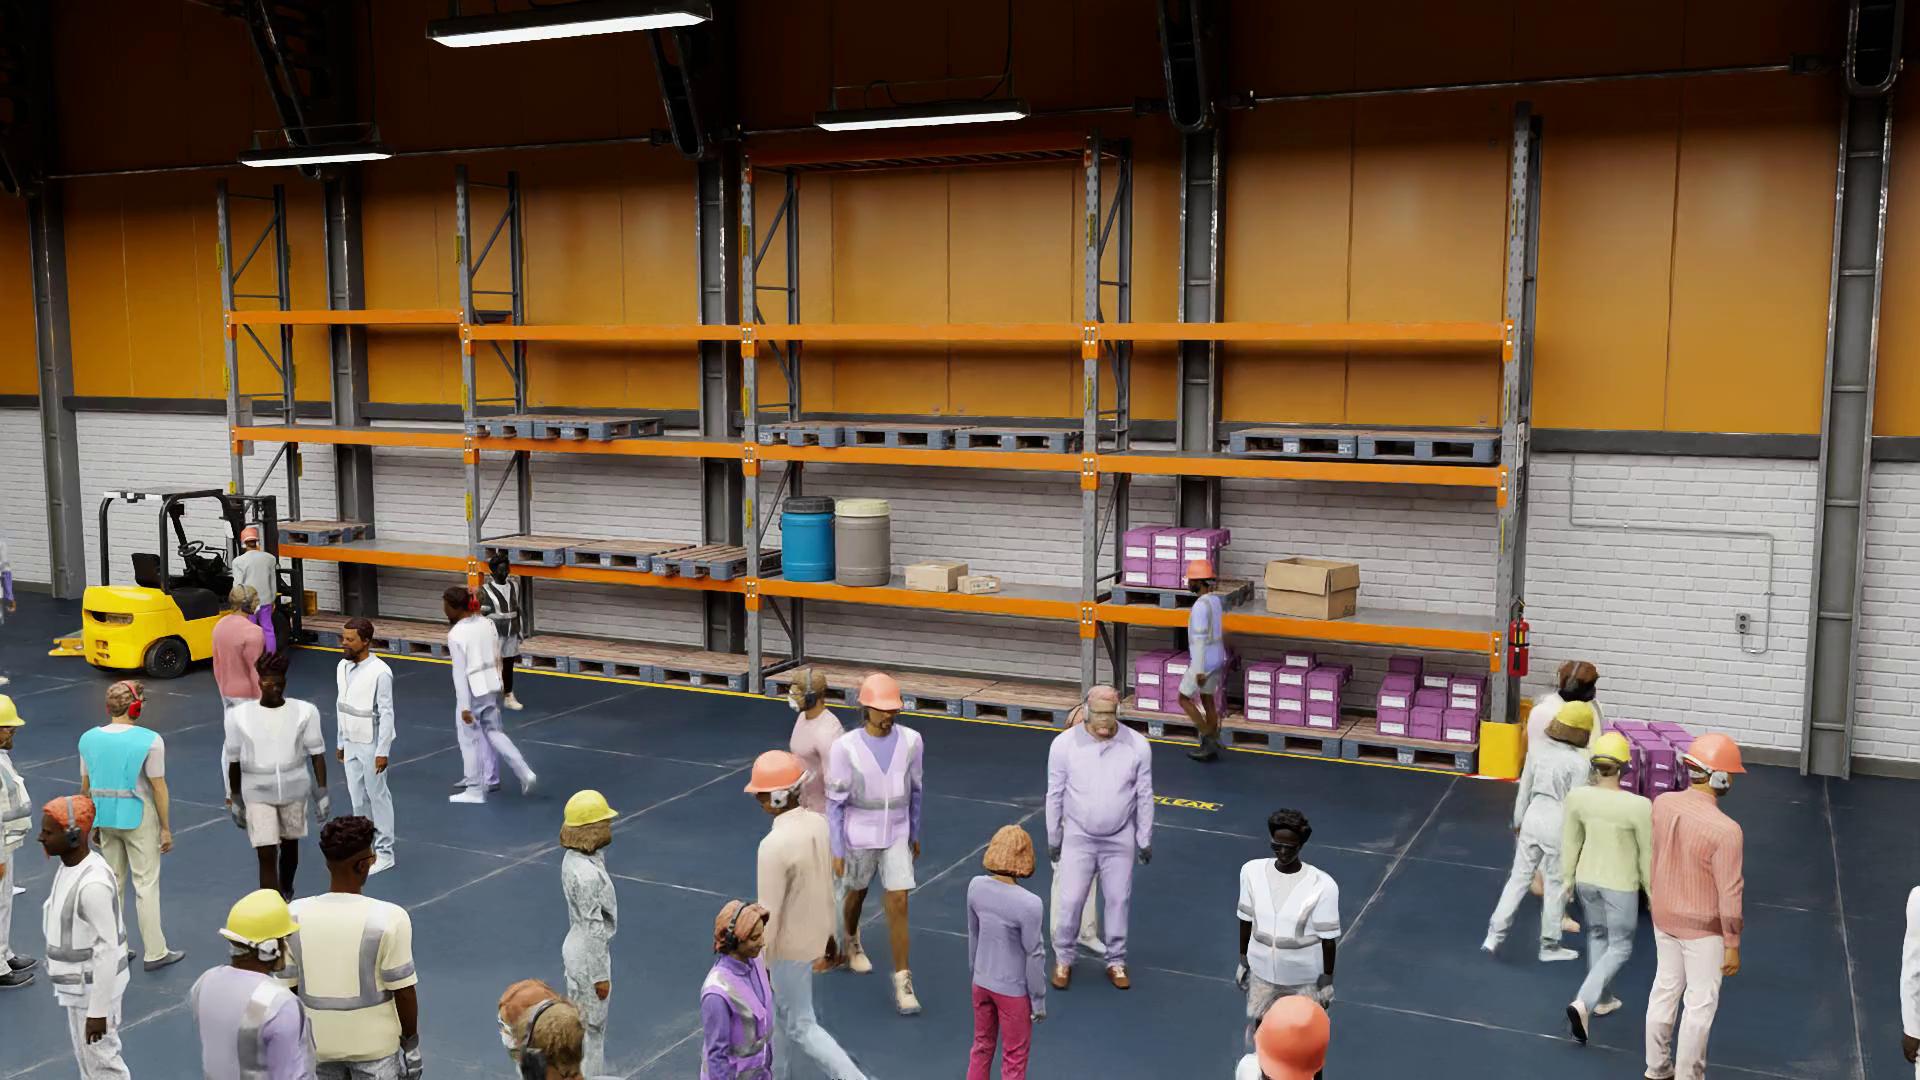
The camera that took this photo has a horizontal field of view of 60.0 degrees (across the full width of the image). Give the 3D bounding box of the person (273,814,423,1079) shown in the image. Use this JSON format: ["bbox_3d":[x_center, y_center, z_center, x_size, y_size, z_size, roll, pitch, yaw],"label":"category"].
[{"bbox_3d":[-2.609,2.144,7.146,0.612,1.962,0.361,1,7,4],"label":"person"}]

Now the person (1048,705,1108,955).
[{"bbox_3d":[0.774,1.874,10.734,0.521,1.638,0.311,-5,8,-34],"label":"person"}]

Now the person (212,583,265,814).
[{"bbox_3d":[-6.034,1.326,14.020,0.635,1.937,0.352,5,8,35],"label":"person"}]

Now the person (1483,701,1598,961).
[{"bbox_3d":[3.703,1.864,10.560,0.634,1.706,0.523,-4,8,-29],"label":"person"}]

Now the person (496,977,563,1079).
[{"bbox_3d":[-1.507,2.415,6.341,0.457,1.623,0.620,-1,7,-4],"label":"person"}]

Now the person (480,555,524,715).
[{"bbox_3d":[-4.887,0.998,17.723,0.319,1.696,0.532,5,9,37],"label":"person"}]

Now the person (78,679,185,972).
[{"bbox_3d":[-5.244,1.803,10.465,0.564,1.843,0.395,1,7,9],"label":"person"}]

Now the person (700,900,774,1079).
[{"bbox_3d":[-0.948,2.321,7.071,0.313,1.631,0.523,2,7,13],"label":"person"}]

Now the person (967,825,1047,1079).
[{"bbox_3d":[0.224,2.196,8.131,0.289,1.626,0.498,-6,9,-43],"label":"person"}]

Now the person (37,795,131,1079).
[{"bbox_3d":[-4.081,2.110,7.775,0.354,1.881,0.576,-5,9,-38],"label":"person"}]

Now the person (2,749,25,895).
[{"bbox_3d":[-6.959,1.734,11.879,0.513,1.639,0.307,6,9,41],"label":"person"}]

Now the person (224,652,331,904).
[{"bbox_3d":[-4.539,1.693,11.090,0.613,1.919,0.905,-4,8,-31],"label":"person"}]

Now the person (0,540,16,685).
[{"bbox_3d":[-11.362,0.652,19.300,0.941,2.018,0.610,4,8,27],"label":"person"}]

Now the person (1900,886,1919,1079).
[{"bbox_3d":[4.457,2.159,7.364,0.572,1.883,0.355,0,7,2],"label":"person"}]

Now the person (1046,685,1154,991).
[{"bbox_3d":[0.859,1.814,10.167,0.660,1.897,0.396,0,7,-2],"label":"person"}]

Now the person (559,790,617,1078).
[{"bbox_3d":[-1.844,2.109,8.343,0.289,1.746,0.486,-3,7,-23],"label":"person"}]

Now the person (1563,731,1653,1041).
[{"bbox_3d":[3.686,1.967,9.536,0.739,1.740,0.529,-5,9,-38],"label":"person"}]

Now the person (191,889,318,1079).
[{"bbox_3d":[-2.755,2.282,6.591,0.606,1.824,0.403,5,8,33],"label":"person"}]

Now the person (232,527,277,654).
[{"bbox_3d":[-8.417,0.719,19.815,0.344,1.745,0.564,5,8,34],"label":"person"}]

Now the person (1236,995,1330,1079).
[{"bbox_3d":[1.034,2.373,5.595,0.357,1.900,0.714,-3,7,-21],"label":"person"}]

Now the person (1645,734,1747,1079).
[{"bbox_3d":[3.796,1.968,8.559,0.412,1.981,0.625,-2,7,-16],"label":"person"}]

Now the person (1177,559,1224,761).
[{"bbox_3d":[2.263,1.138,15.647,0.422,1.918,0.543,4,8,30],"label":"person"}]

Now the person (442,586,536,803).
[{"bbox_3d":[-4.043,1.331,14.189,0.679,1.888,0.607,2,7,19],"label":"person"}]

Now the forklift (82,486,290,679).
[{"bbox_3d":[-9.426,0.454,20.179,1.214,2.155,2.313,3,8,26],"label":"forklift"}]

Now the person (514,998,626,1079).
[{"bbox_3d":[-1.246,2.393,5.255,0.377,1.931,0.636,4,8,28],"label":"person"}]

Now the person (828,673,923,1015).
[{"bbox_3d":[-0.505,1.776,10.097,0.624,1.992,1.076,-3,7,-21],"label":"person"}]

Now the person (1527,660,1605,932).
[{"bbox_3d":[4.109,1.705,11.416,0.651,1.820,0.641,-3,8,-25],"label":"person"}]

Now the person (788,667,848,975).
[{"bbox_3d":[-0.897,1.755,10.484,0.366,1.936,0.630,-3,7,-21],"label":"person"}]

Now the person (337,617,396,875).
[{"bbox_3d":[-4.455,1.523,12.461,0.591,1.922,0.392,5,8,35],"label":"person"}]

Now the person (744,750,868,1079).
[{"bbox_3d":[-0.757,2.015,8.289,0.945,1.952,0.652,2,7,20],"label":"person"}]

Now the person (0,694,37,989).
[{"bbox_3d":[-5.920,1.846,10.220,0.403,1.821,0.602,-4,8,-30],"label":"person"}]

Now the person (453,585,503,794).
[{"bbox_3d":[-4.226,1.302,14.595,0.376,1.844,0.571,-6,9,-39],"label":"person"}]

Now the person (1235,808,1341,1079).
[{"bbox_3d":[1.620,2.148,8.266,0.540,1.694,0.323,5,8,34],"label":"person"}]
